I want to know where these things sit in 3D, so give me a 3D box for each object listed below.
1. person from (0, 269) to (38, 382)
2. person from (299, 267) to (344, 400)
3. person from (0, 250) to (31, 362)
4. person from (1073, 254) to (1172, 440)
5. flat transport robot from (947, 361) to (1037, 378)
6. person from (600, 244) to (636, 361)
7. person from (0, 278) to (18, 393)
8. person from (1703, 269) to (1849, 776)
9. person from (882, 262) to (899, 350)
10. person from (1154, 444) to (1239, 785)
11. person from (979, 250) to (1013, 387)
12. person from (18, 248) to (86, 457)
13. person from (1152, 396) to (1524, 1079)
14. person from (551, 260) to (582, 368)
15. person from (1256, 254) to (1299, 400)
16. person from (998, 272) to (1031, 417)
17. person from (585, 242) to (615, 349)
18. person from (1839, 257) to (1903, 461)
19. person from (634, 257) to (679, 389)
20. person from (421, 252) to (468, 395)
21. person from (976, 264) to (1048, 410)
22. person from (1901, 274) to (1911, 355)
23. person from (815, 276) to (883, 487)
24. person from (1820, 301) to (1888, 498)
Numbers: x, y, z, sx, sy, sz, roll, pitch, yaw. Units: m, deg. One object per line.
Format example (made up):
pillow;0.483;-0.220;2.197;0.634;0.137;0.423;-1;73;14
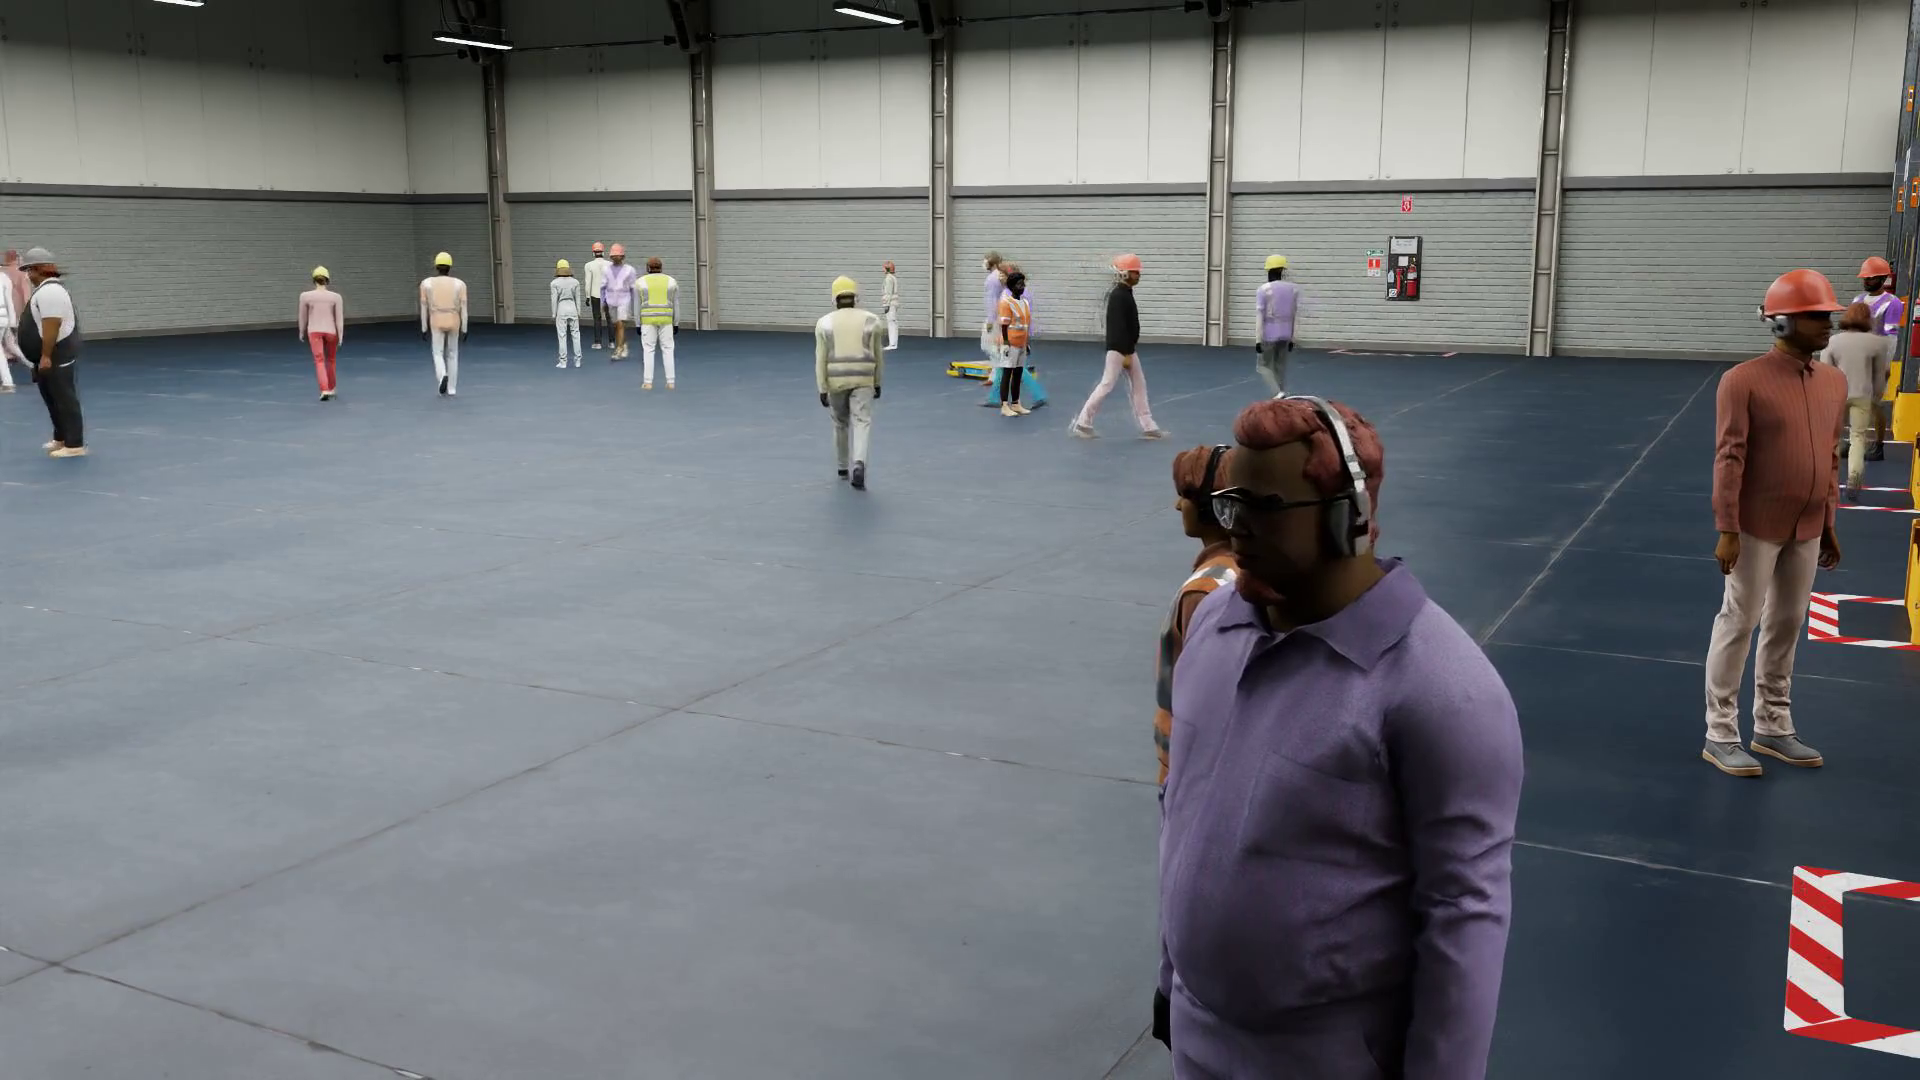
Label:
person;-13.626;-3.132;23.651;0.797;1.883;0.655;0;10;-1
person;-8.314;-2.696;21.697;0.530;1.724;0.897;-5;12;-26
person;-15.961;-3.988;28.322;0.679;1.868;0.905;2;11;12
person;1.665;-2.000;17.319;1.031;1.946;0.645;3;11;16
flat transport robot;0.467;-2.536;24.791;0.652;0.197;1.431;-7;13;-34
person;-5.838;-4.084;28.557;0.612;1.998;1.052;1;10;7
person;-13.245;-2.925;22.600;0.905;1.846;0.573;4;11;21
person;3.250;-0.066;6.610;0.612;1.997;0.375;-4;11;-20
person;-1.300;-4.360;31.002;0.315;1.640;0.514;1;10;8
person;0.628;0.582;4.055;0.307;1.639;0.525;5;11;23
person;0.545;-3.079;23.239;0.531;1.922;0.640;2;11;9
person;-8.826;-1.836;16.146;0.542;2.000;0.775;-5;12;-26
person;0.489;0.733;2.506;0.405;1.904;0.653;-6;12;-30
person;-6.377;-3.656;26.905;0.484;1.736;0.307;-6;12;-30
person;3.766;-2.438;19.796;0.588;1.912;0.474;-4;11;-23
person;0.654;-2.302;19.626;0.319;1.697;0.532;7;13;34
person;-6.774;-4.602;31.362;0.613;1.991;0.392;-6;12;-29
person;8.606;-1.707;15.763;0.386;1.930;0.541;-3;11;-14
person;-4.213;-3.009;23.113;0.626;1.836;0.428;-4;11;-19
person;-6.810;-2.845;22.006;0.599;1.906;0.588;-4;11;-19
person;0.659;-2.487;20.392;0.971;1.792;0.567;4;11;23
person;12.855;-2.851;22.865;0.678;1.600;0.523;3;11;18
person;-0.944;-1.361;14.236;0.577;1.795;0.866;-1;10;-3
person;7.274;-1.150;13.592;0.502;1.601;0.752;5;11;23
